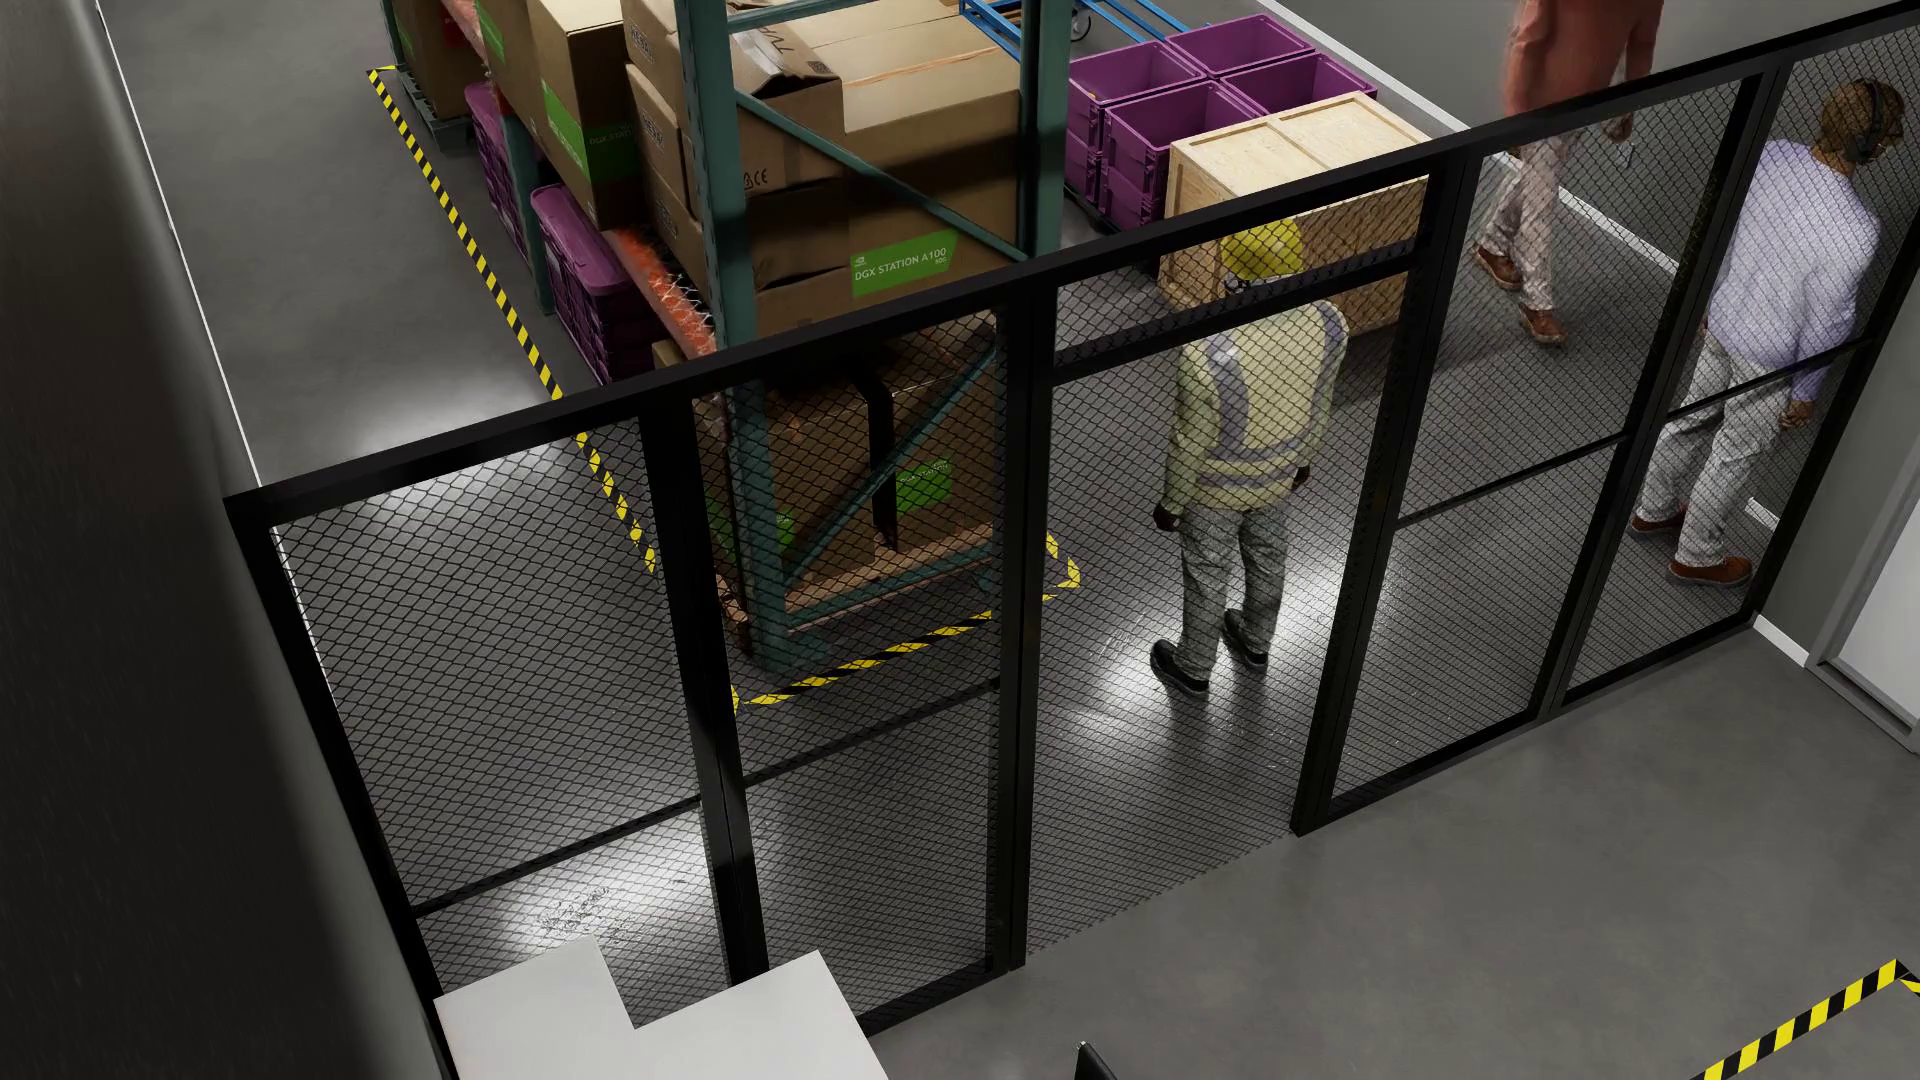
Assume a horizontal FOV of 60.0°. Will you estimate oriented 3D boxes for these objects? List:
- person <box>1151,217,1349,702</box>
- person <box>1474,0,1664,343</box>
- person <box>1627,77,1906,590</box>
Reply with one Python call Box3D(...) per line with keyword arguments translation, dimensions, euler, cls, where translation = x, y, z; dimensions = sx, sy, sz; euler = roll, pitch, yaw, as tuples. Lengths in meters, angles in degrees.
Box3D(translation=(0.877, -0.238, 5.283), dimensions=(0.597, 1.831, 0.403), euler=(-19, 46, -20), cls="person")
Box3D(translation=(2.561, -1.776, 6.883), dimensions=(0.650, 1.941, 0.906), euler=(-13, 44, -14), cls="person")
Box3D(translation=(2.737, -0.672, 5.681), dimensions=(0.353, 1.937, 0.635), euler=(-8, 43, -9), cls="person")
